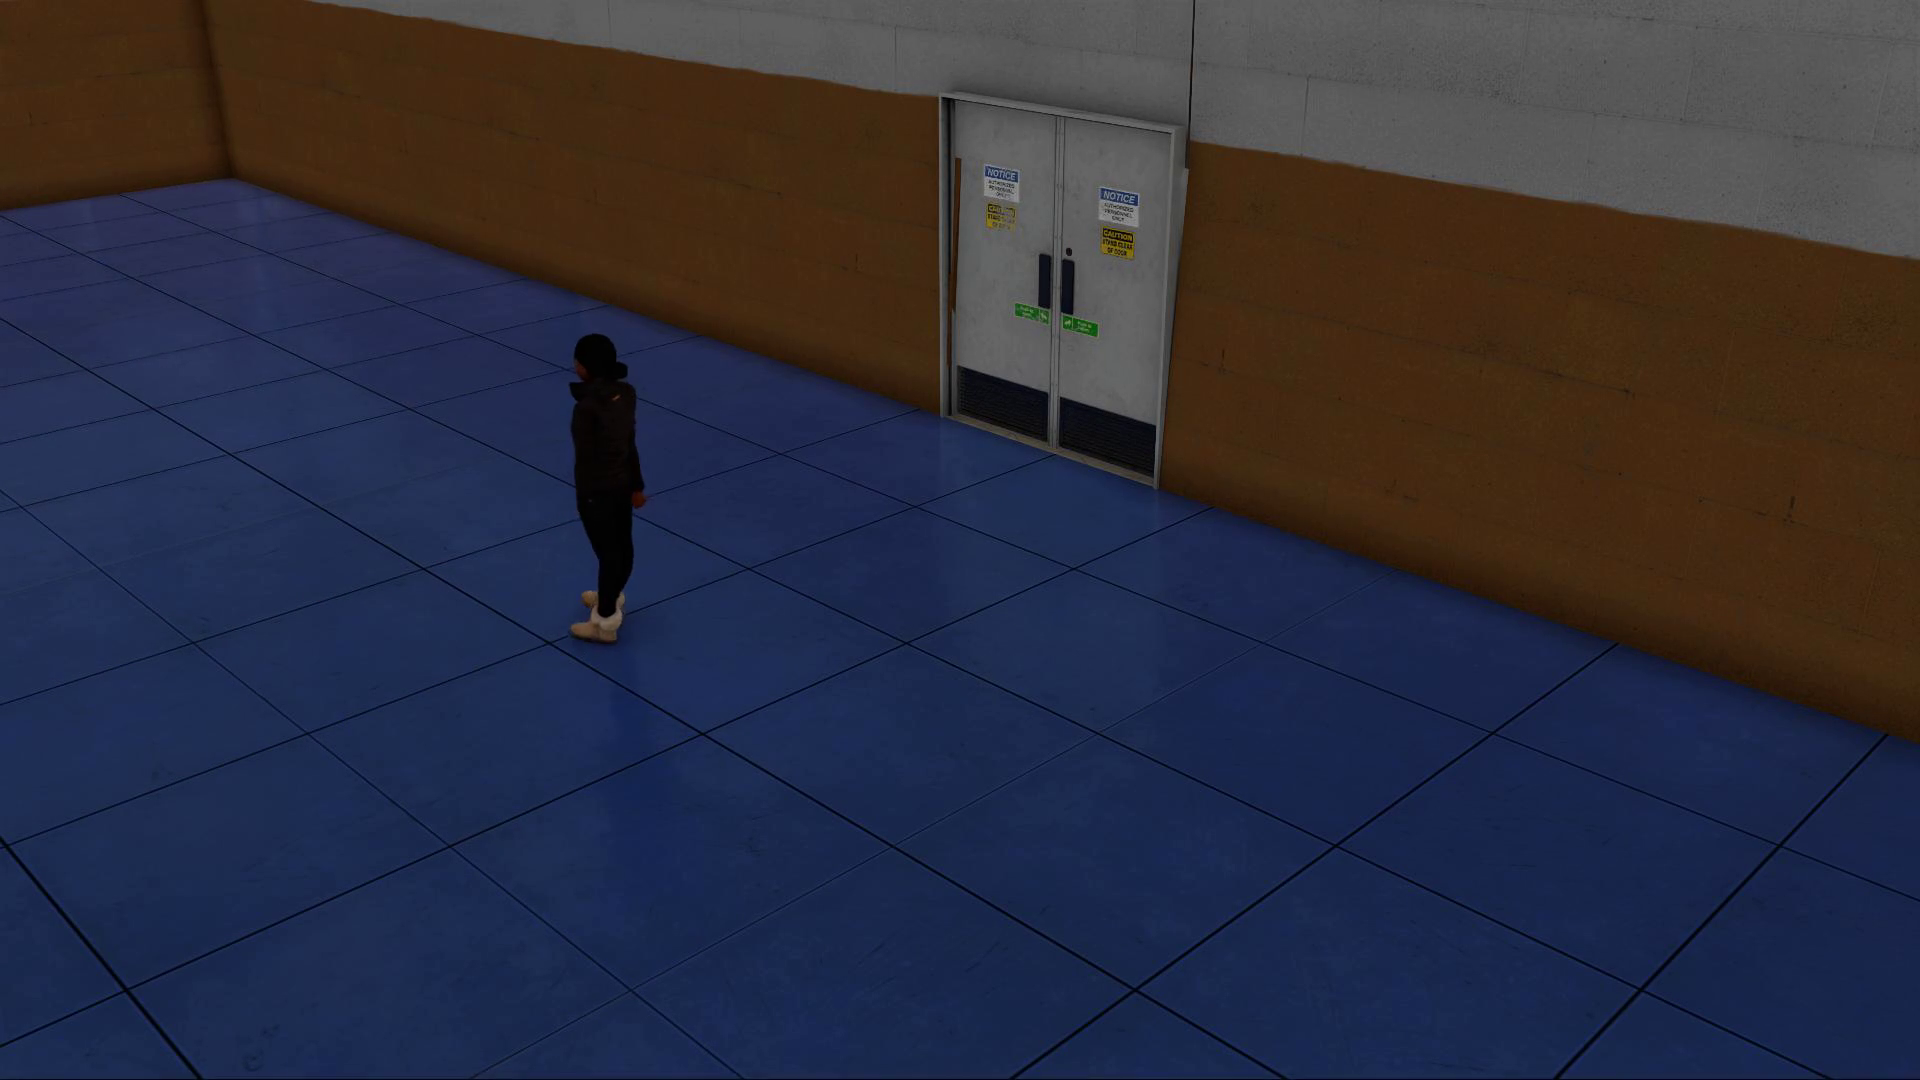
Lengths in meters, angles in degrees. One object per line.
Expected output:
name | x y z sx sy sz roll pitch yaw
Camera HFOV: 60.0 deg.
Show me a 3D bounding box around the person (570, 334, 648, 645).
person | -1.826 -0.257 8.548 0.719 1.657 0.757 3 24 7
